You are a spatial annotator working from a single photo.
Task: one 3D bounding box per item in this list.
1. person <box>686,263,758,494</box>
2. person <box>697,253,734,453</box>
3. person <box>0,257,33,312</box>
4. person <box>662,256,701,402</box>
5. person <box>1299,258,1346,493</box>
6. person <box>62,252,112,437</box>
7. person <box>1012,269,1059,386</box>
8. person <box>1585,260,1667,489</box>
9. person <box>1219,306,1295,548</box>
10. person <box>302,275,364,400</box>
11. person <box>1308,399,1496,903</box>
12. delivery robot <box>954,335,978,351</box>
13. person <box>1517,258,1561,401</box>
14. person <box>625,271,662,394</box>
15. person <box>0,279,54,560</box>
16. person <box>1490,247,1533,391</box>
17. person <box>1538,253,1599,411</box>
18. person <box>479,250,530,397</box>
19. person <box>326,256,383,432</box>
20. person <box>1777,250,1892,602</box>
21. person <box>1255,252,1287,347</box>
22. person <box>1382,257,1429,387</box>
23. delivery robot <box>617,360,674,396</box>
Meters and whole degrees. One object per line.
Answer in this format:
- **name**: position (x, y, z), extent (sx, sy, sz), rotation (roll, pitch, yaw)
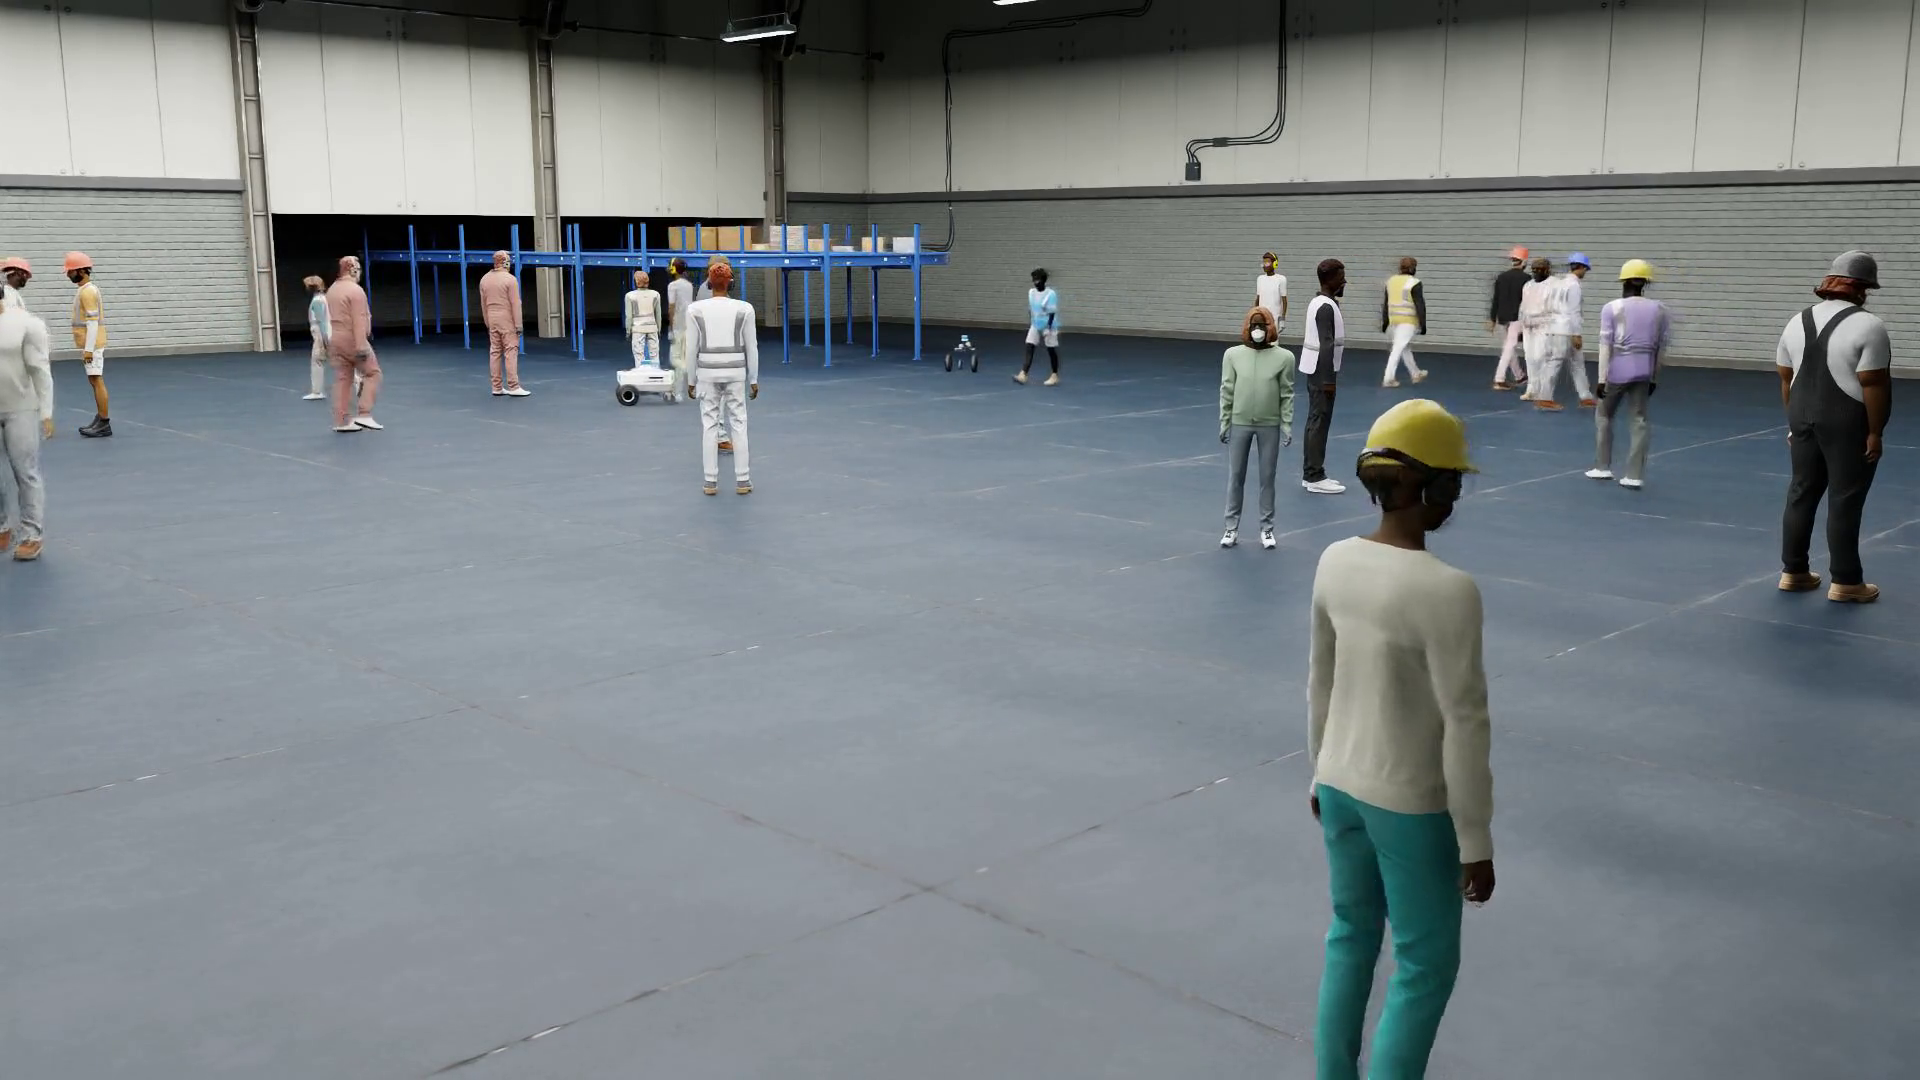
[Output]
- **person**: position (-1.951, -1.324, 13.676), extent (0.585, 1.882, 0.340), rotation (-1, 10, -5)
- **person**: position (-2.382, -1.834, 16.322), extent (0.371, 1.934, 0.627), rotation (-5, 11, -23)
- **person**: position (-9.872, -1.998, 17.341), extent (0.500, 1.888, 0.628), rotation (-5, 12, -26)
- **person**: position (-3.508, -2.677, 21.166), extent (0.643, 1.849, 0.546), rotation (5, 11, 23)
- **person**: position (3.019, -1.369, 13.832), extent (0.392, 1.917, 0.592), rotation (1, 10, 5)
- **person**: position (-9.243, -2.074, 17.623), extent (0.362, 1.936, 0.542), rotation (-5, 12, -27)
- **person**: position (1.095, -2.958, 23.237), extent (0.570, 1.629, 0.904), rotation (9, 13, 39)
- **person**: position (5.631, -1.412, 14.107), extent (0.611, 1.898, 0.750), rotation (-1, 10, -6)
- **person**: position (2.012, -0.767, 11.320), extent (0.498, 1.634, 0.280), rotation (2, 11, 12)
- **person**: position (-8.117, -2.606, 21.428), extent (0.738, 1.606, 0.524), rotation (-1, 10, -6)
- **person**: position (0.968, 0.582, 3.679), extent (0.400, 1.758, 0.603), rotation (-5, 11, -24)
- **delivery robot**: position (0.073, -3.103, 26.154), extent (0.335, 0.223, 0.698), rotation (2, 11, 12)
- **person**: position (7.367, -2.675, 21.205), extent (0.448, 1.823, 0.660), rotation (-6, 12, -28)
- **person**: position (-4.206, -2.755, 22.138), extent (0.512, 1.642, 0.312), rotation (-6, 12, -31)
- **person**: position (-6.231, -0.815, 10.813), extent (0.669, 1.918, 0.431), rotation (-3, 11, -14)
- **person**: position (7.660, -3.043, 22.903), extent (1.036, 1.942, 0.625), rotation (-7, 13, -34)
- **person**: position (7.436, -2.486, 19.986), extent (0.908, 1.883, 0.648), rotation (3, 11, 13)
- **person**: position (-6.006, -2.857, 21.971), extent (0.638, 1.911, 0.406), rotation (6, 12, 30)
- **person**: position (-6.528, -2.109, 17.953), extent (0.670, 1.882, 0.588), rotation (9, 14, 41)
- **person**: position (5.174, -0.666, 9.775), extent (0.537, 2.000, 0.678), rotation (-4, 11, -22)
- **person**: position (4.353, -3.102, 23.428), extent (0.533, 1.863, 0.310), rotation (10, 14, 43)
- **person**: position (6.308, -3.059, 23.373), extent (0.970, 1.792, 0.653), rotation (-6, 12, -28)
- **delivery robot**: position (-3.971, -2.031, 21.018), extent (0.707, 0.478, 0.477), rotation (-2, 11, -13)
